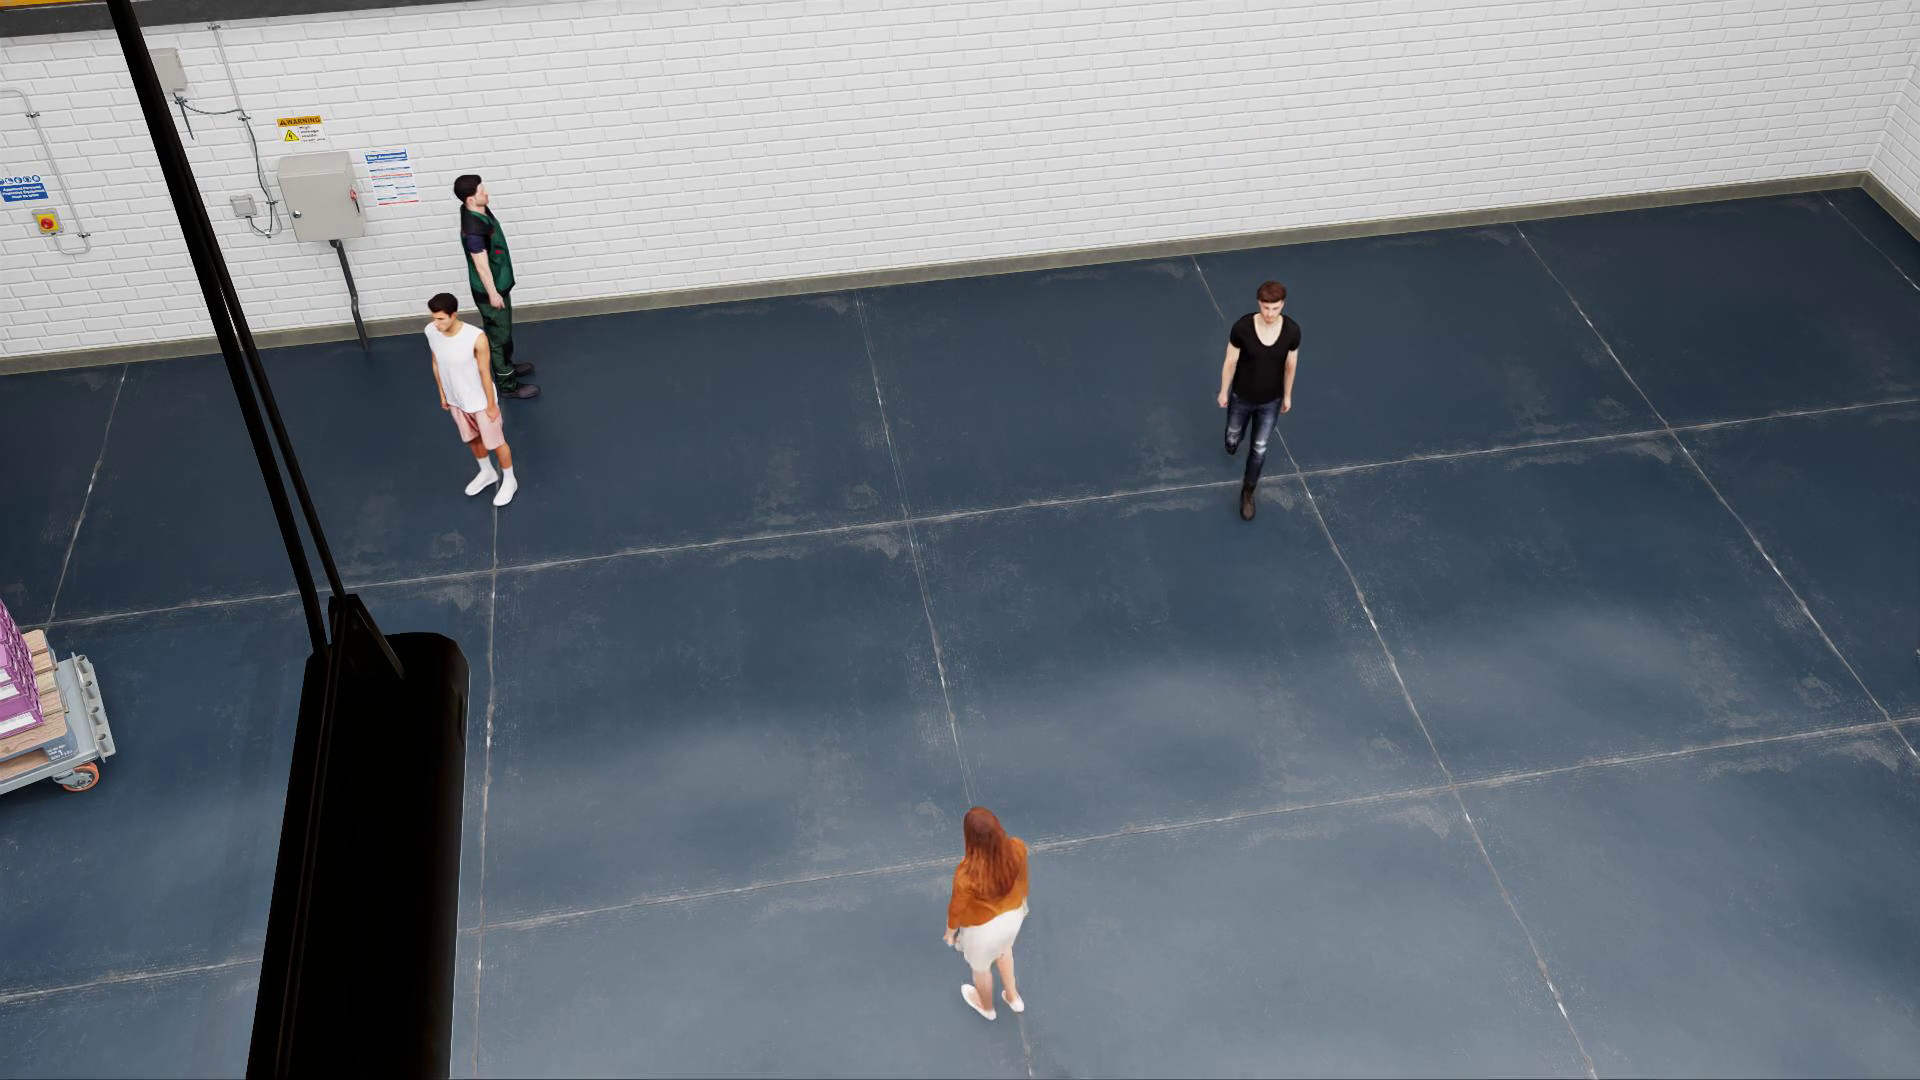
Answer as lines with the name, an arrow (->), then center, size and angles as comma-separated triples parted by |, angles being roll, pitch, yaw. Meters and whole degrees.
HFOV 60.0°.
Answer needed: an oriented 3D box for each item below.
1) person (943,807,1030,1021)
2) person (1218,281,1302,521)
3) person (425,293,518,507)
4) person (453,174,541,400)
person -> 0.208, 2.020, 8.652 | 0.753, 1.708, 0.798 | -25, 49, -24
person -> 2.096, -1.086, 11.789 | 0.861, 1.877, 1.137 | 4, 44, 4
person -> -3.457, -1.036, 11.805 | 0.734, 1.783, 0.757 | 16, 46, 16
person -> -3.583, -1.945, 12.674 | 0.753, 1.900, 0.541 | -11, 45, -11
